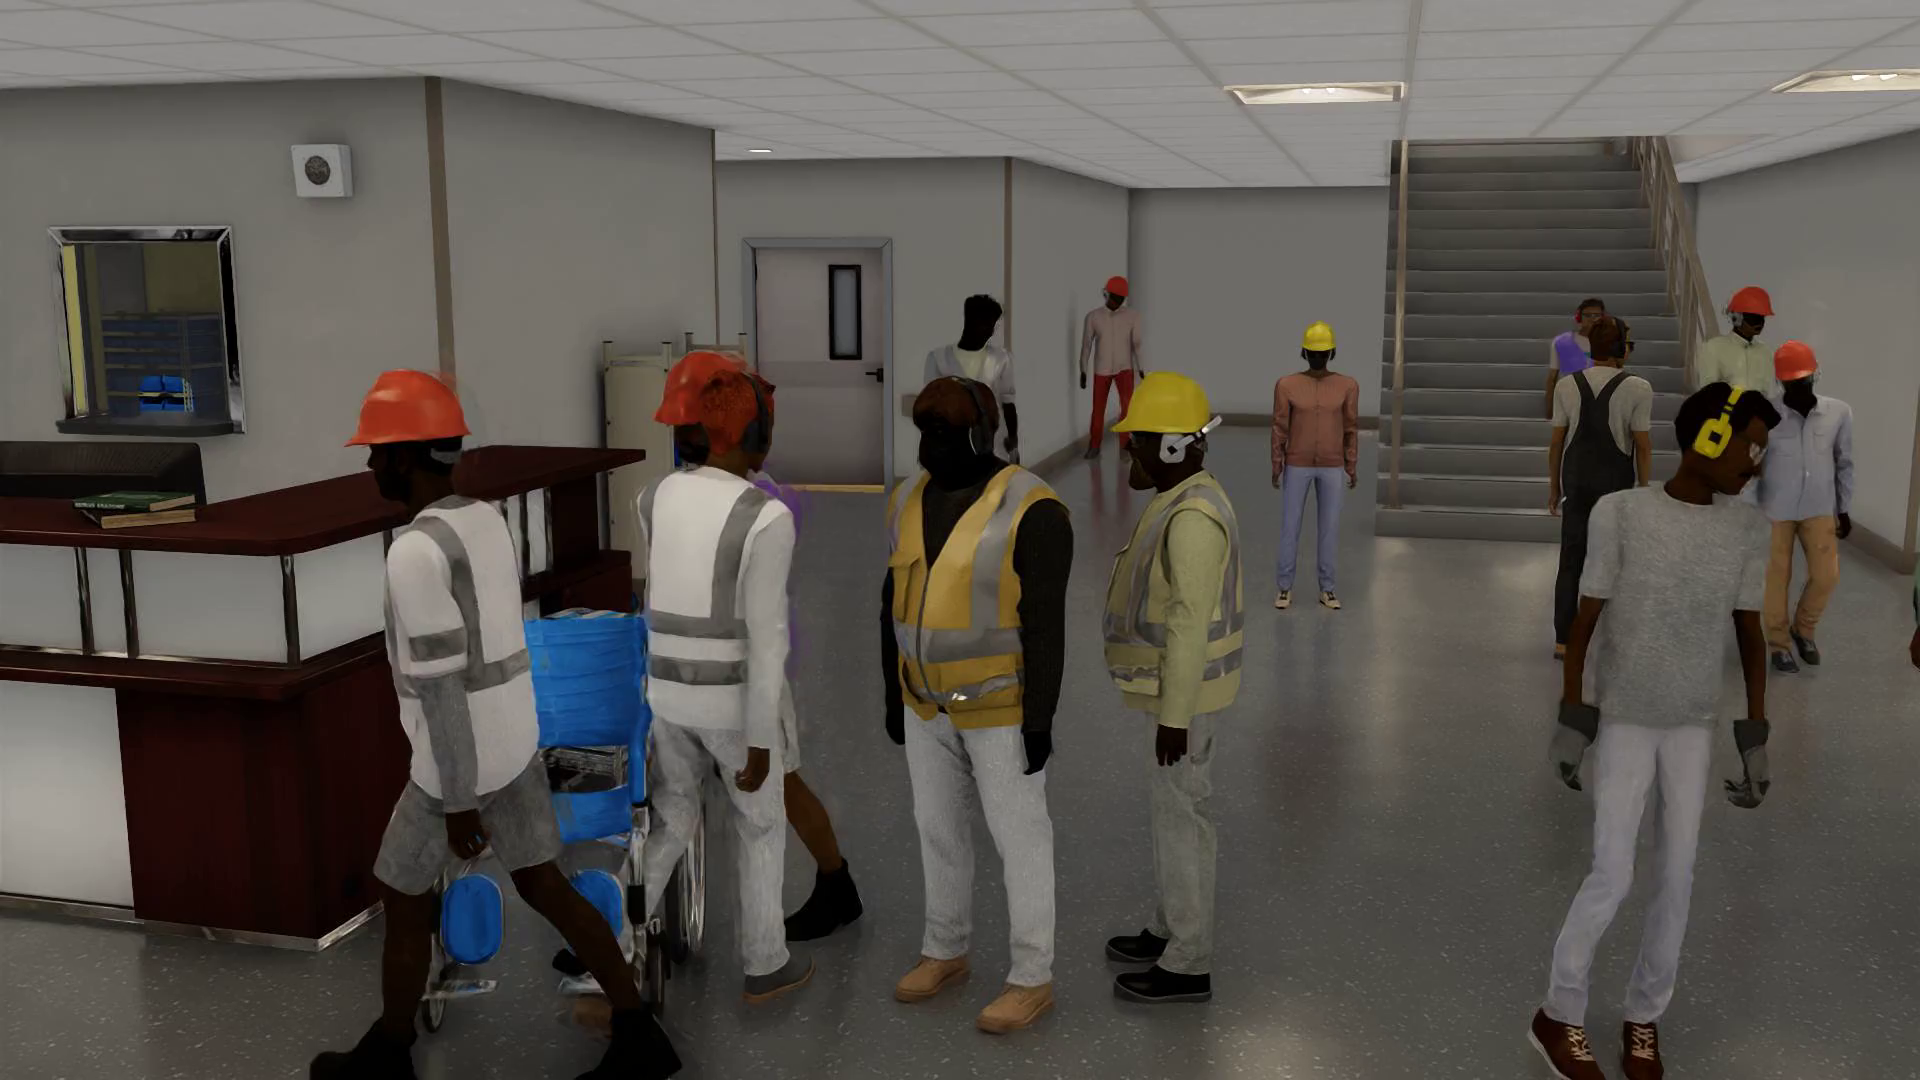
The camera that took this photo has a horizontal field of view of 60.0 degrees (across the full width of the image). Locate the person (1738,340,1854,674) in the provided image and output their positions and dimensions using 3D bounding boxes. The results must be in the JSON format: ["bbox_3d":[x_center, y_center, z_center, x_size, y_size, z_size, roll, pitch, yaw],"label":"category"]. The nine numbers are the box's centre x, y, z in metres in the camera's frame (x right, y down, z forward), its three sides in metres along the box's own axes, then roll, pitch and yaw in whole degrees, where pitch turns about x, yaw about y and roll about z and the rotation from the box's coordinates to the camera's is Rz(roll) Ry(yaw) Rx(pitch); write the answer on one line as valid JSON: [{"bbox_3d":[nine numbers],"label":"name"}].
[{"bbox_3d":[4.306,-0.162,8.563,0.577,1.729,0.382,1,10,8],"label":"person"}]

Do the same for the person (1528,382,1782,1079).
[{"bbox_3d":[1.817,0.512,4.341,0.602,1.827,0.420,0,10,-1],"label":"person"}]

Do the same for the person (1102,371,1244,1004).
[{"bbox_3d":[0.615,0.424,4.865,0.403,1.828,0.596,0,10,3],"label":"person"}]

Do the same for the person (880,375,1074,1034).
[{"bbox_3d":[0.023,0.454,4.674,0.627,1.835,0.432,8,13,41],"label":"person"}]

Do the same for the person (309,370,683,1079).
[{"bbox_3d":[-1.173,0.517,4.158,0.993,1.888,0.557,2,10,10],"label":"person"}]

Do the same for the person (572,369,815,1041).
[{"bbox_3d":[-0.740,0.464,4.556,0.571,1.854,0.823,6,11,33],"label":"person"}]

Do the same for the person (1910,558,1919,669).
[{"bbox_3d":[3.386,0.298,5.309,0.610,1.923,0.784,5,11,26],"label":"person"}]

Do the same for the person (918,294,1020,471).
[{"bbox_3d":[0.059,-0.643,10.856,0.700,1.929,0.682,-1,10,-6],"label":"person"}]

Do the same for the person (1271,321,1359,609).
[{"bbox_3d":[2.165,-0.446,10.157,0.535,1.766,0.317,0,10,3],"label":"person"}]

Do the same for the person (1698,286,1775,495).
[{"bbox_3d":[5.169,-0.713,11.130,0.626,1.962,0.795,-3,10,-17],"label":"person"}]

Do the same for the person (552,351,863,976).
[{"bbox_3d":[-0.711,0.373,5.017,1.014,1.880,0.550,-7,12,-36],"label":"person"}]

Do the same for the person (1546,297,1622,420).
[{"bbox_3d":[5.133,-1.080,13.707,0.571,1.833,0.446,2,10,12],"label":"person"}]

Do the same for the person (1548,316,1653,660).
[{"bbox_3d":[3.380,-0.258,8.810,0.517,1.841,0.325,7,12,35],"label":"person"}]

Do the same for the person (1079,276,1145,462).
[{"bbox_3d":[1.613,-1.794,17.525,0.718,1.943,0.773,0,10,0],"label":"person"}]
